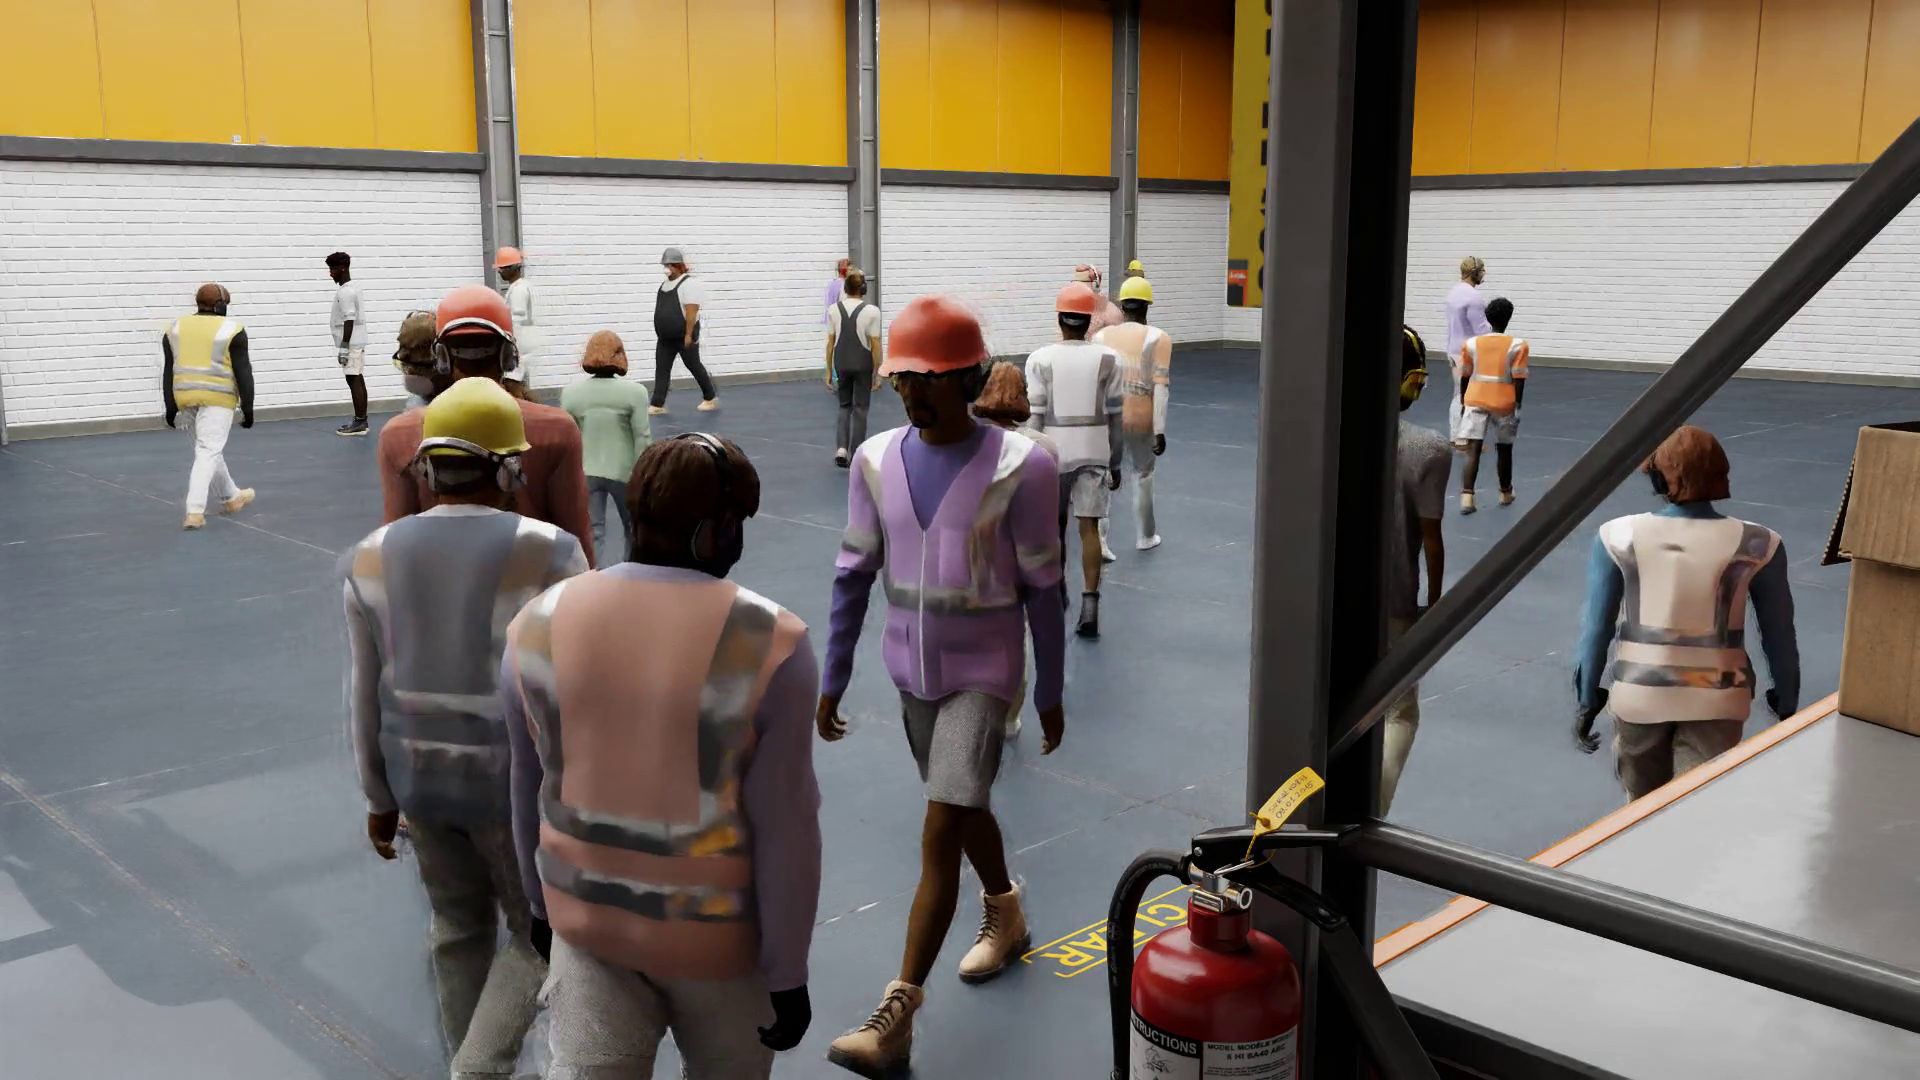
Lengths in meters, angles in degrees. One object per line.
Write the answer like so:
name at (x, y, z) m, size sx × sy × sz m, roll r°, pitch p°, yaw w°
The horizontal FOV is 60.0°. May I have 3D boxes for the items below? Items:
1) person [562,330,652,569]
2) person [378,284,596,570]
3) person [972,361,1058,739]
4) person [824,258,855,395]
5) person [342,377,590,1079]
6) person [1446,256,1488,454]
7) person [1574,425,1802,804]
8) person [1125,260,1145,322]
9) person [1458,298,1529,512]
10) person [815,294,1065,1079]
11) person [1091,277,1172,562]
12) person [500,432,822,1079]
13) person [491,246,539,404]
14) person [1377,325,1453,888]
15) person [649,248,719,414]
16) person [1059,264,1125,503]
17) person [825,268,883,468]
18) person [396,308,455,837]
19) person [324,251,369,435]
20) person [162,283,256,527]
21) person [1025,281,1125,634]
person at (-1.907, -0.347, 9.179) m, size 0.524 × 1.608 × 0.670 m, roll 1°, pitch 10°, yaw 5°
person at (-1.400, 0.234, 5.010) m, size 0.608 × 1.988 × 0.392 m, roll -2°, pitch 11°, yaw -10°
person at (0.159, 0.072, 6.907) m, size 0.511 × 1.615 × 0.503 m, roll 0°, pitch 10°, yaw 0°
person at (-1.568, -2.845, 22.259) m, size 0.468 × 1.823 × 0.559 m, roll -4°, pitch 11°, yaw -23°
person at (-1.093, 0.553, 3.720) m, size 0.619 × 1.816 × 0.607 m, roll 2°, pitch 11°, yaw 12°
person at (4.964, -1.793, 16.224) m, size 0.426 × 1.936 × 0.648 m, roll 0°, pitch 10°, yaw -1°
person at (2.076, 0.475, 4.738) m, size 0.565 × 1.598 × 0.746 m, roll 7°, pitch 12°, yaw 33°
person at (2.741, -3.504, 26.065) m, size 0.295 × 1.744 × 0.484 m, roll 9°, pitch 13°, yaw 39°
person at (4.124, -1.046, 12.925) m, size 0.542 × 1.648 × 0.889 m, roll 6°, pitch 12°, yaw 29°
person at (-0.059, 0.347, 4.420) m, size 0.631 × 1.981 × 1.091 m, roll 6°, pitch 12°, yaw 32°
person at (1.088, -0.797, 10.985) m, size 0.605 × 1.867 × 0.981 m, roll 5°, pitch 12°, yaw 26°
person at (-0.543, 0.699, 3.061) m, size 0.645 × 1.791 × 0.975 m, roll 3°, pitch 11°, yaw 14°
person at (-4.511, -1.985, 17.031) m, size 0.542 × 2.019 × 0.623 m, roll -4°, pitch 11°, yaw -20°
person at (1.296, 0.238, 5.387) m, size 0.520 × 1.849 × 0.526 m, roll 6°, pitch 12°, yaw 29°
person at (-3.347, -2.542, 20.006) m, size 0.689 × 2.000 × 0.998 m, roll 9°, pitch 14°, yaw 40°
person at (0.973, -1.190, 12.998) m, size 0.406 × 1.911 × 0.636 m, roll -9°, pitch 14°, yaw -41°
person at (-0.938, -1.512, 14.941) m, size 0.538 × 1.833 × 0.417 m, roll 3°, pitch 11°, yaw 14°
person at (-1.718, 0.125, 5.888) m, size 0.546 × 1.896 × 0.665 m, roll -8°, pitch 13°, yaw -36°
person at (-6.556, -2.103, 17.837) m, size 0.377 × 1.958 × 0.603 m, roll -2°, pitch 11°, yaw -10°
person at (-5.580, -1.011, 12.395) m, size 0.631 × 1.773 × 1.033 m, roll 1°, pitch 10°, yaw 7°
person at (0.624, -0.458, 9.068) m, size 0.546 × 1.898 × 0.998 m, roll 0°, pitch 10°, yaw 1°
